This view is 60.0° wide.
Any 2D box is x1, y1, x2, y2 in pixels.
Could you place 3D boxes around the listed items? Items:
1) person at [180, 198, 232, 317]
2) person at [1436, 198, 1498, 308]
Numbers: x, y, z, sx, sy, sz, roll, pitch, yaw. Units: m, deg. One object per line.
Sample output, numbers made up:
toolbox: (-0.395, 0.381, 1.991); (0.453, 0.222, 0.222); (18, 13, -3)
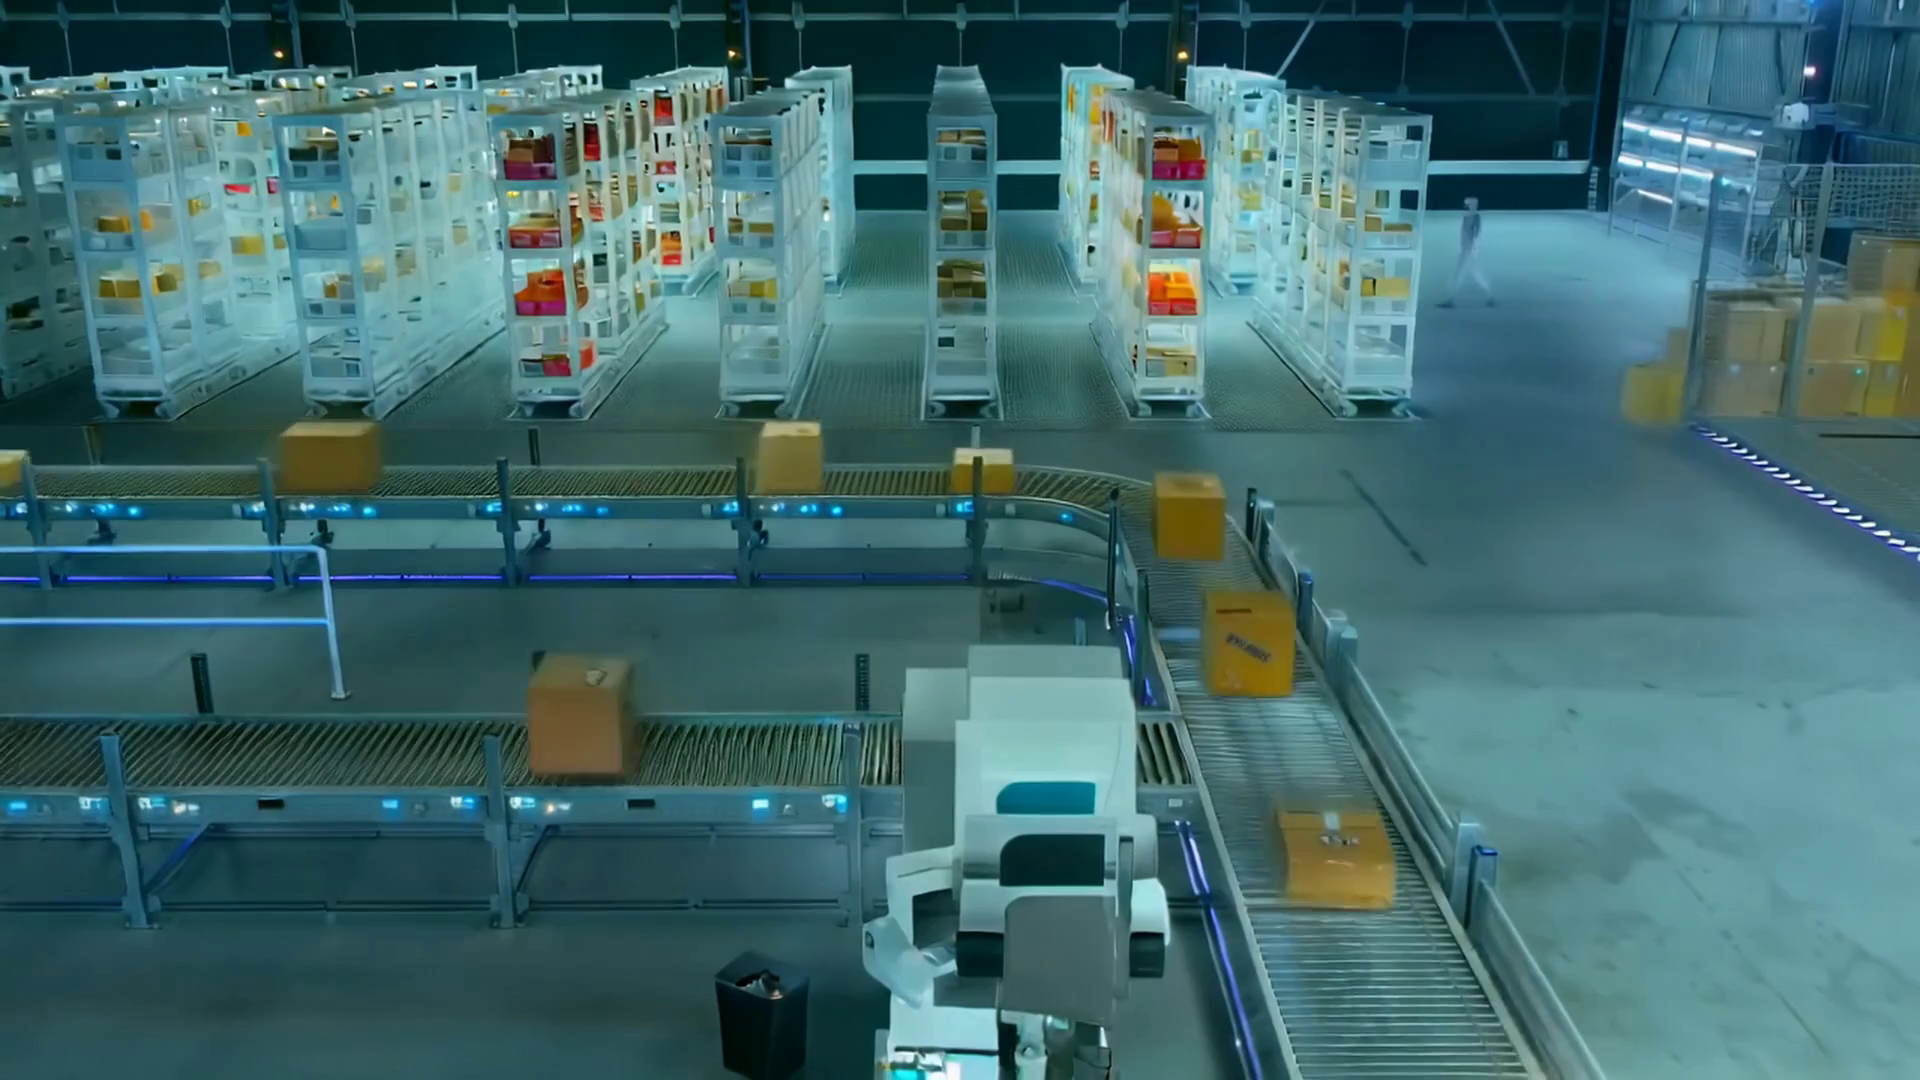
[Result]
person: (-11.948, -4.428, 26.210); (0.942, 1.895, 0.624); (7, 19, 21)
person: (8.383, -4.678, 27.145); (0.972, 1.802, 0.589); (-2, 18, -6)
